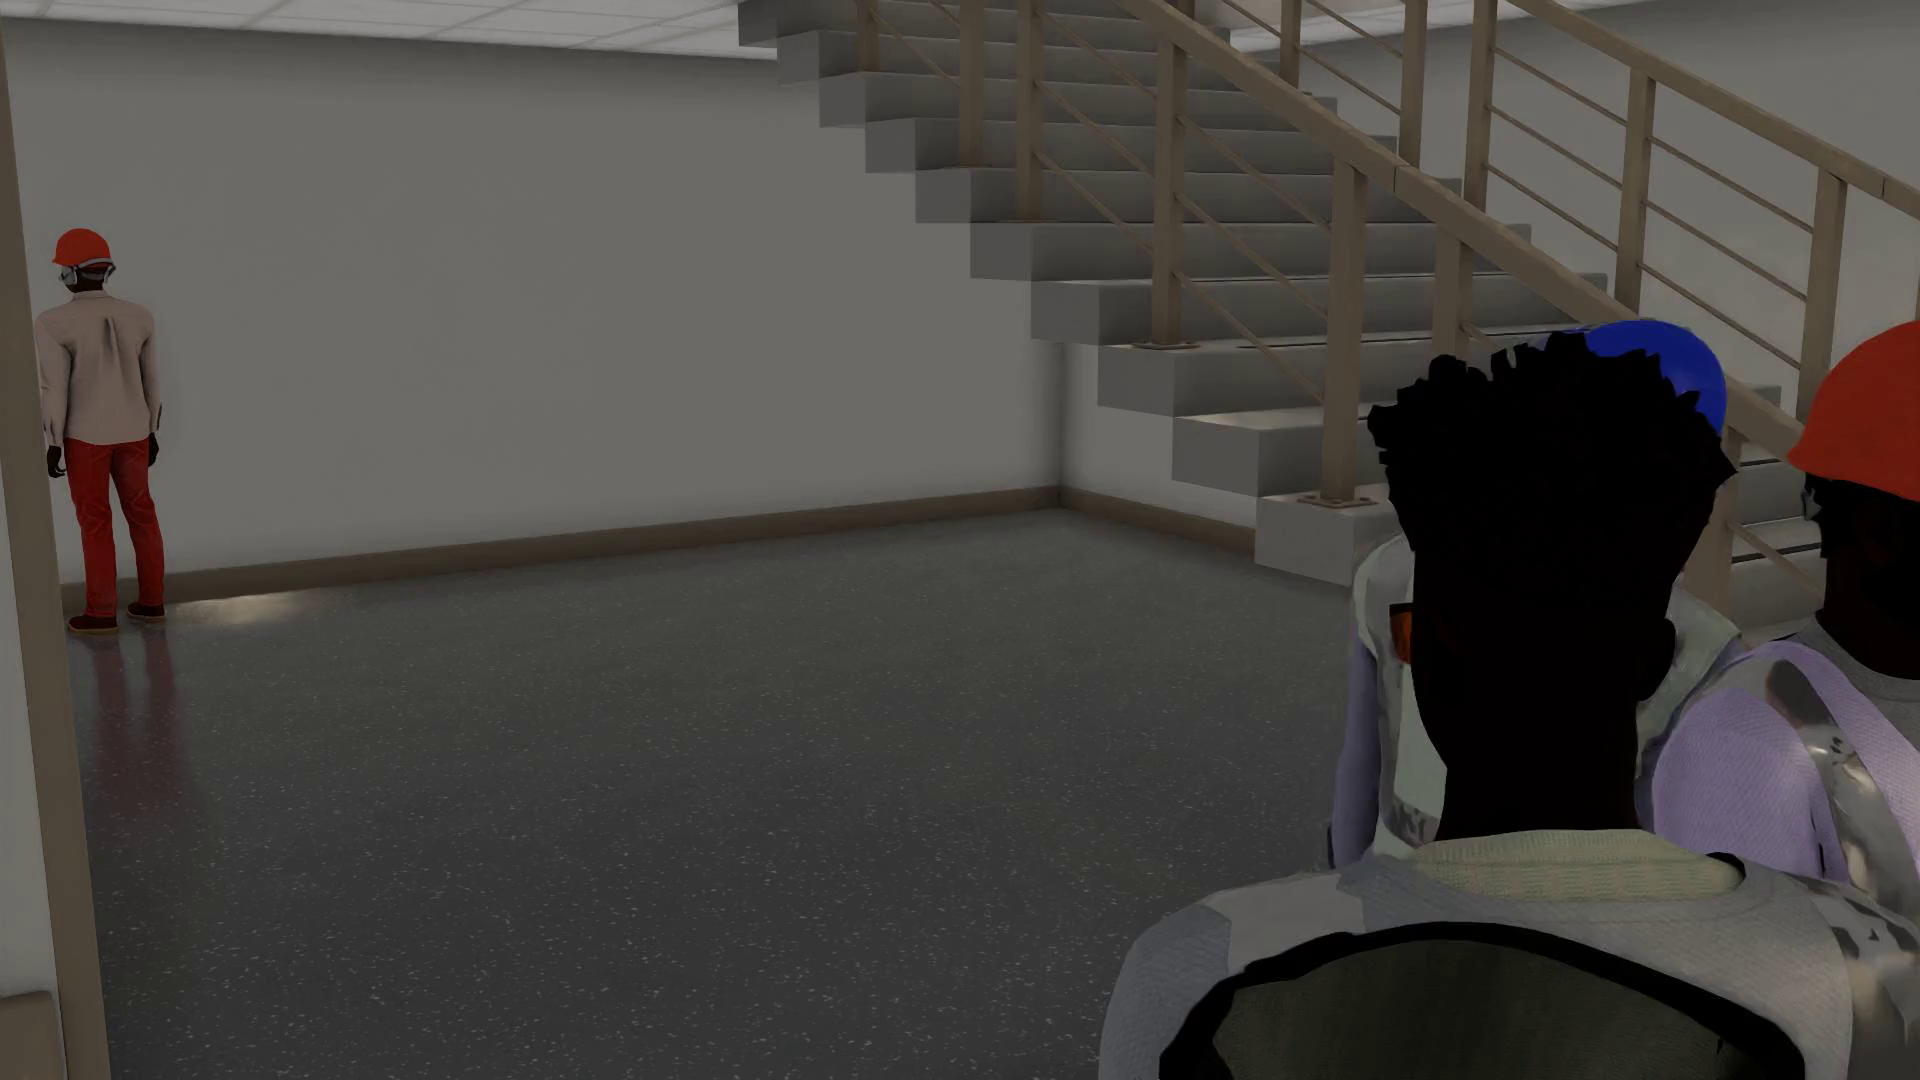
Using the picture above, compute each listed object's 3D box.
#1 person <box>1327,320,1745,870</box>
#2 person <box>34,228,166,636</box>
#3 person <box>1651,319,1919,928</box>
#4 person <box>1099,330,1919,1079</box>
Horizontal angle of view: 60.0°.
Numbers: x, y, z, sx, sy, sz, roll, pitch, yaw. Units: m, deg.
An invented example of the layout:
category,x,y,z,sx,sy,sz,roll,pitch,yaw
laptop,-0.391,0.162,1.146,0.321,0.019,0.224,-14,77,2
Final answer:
category,x,y,z,sx,sy,sz,roll,pitch,yaw
person,0.750,0.637,2.405,0.798,1.899,0.647,-9,14,-38
person,-4.241,-0.527,8.228,0.375,1.997,0.612,6,12,28
person,0.951,0.729,1.795,0.544,1.935,0.361,-10,14,-42
person,0.374,0.830,1.229,0.619,1.951,0.388,-2,11,-9
